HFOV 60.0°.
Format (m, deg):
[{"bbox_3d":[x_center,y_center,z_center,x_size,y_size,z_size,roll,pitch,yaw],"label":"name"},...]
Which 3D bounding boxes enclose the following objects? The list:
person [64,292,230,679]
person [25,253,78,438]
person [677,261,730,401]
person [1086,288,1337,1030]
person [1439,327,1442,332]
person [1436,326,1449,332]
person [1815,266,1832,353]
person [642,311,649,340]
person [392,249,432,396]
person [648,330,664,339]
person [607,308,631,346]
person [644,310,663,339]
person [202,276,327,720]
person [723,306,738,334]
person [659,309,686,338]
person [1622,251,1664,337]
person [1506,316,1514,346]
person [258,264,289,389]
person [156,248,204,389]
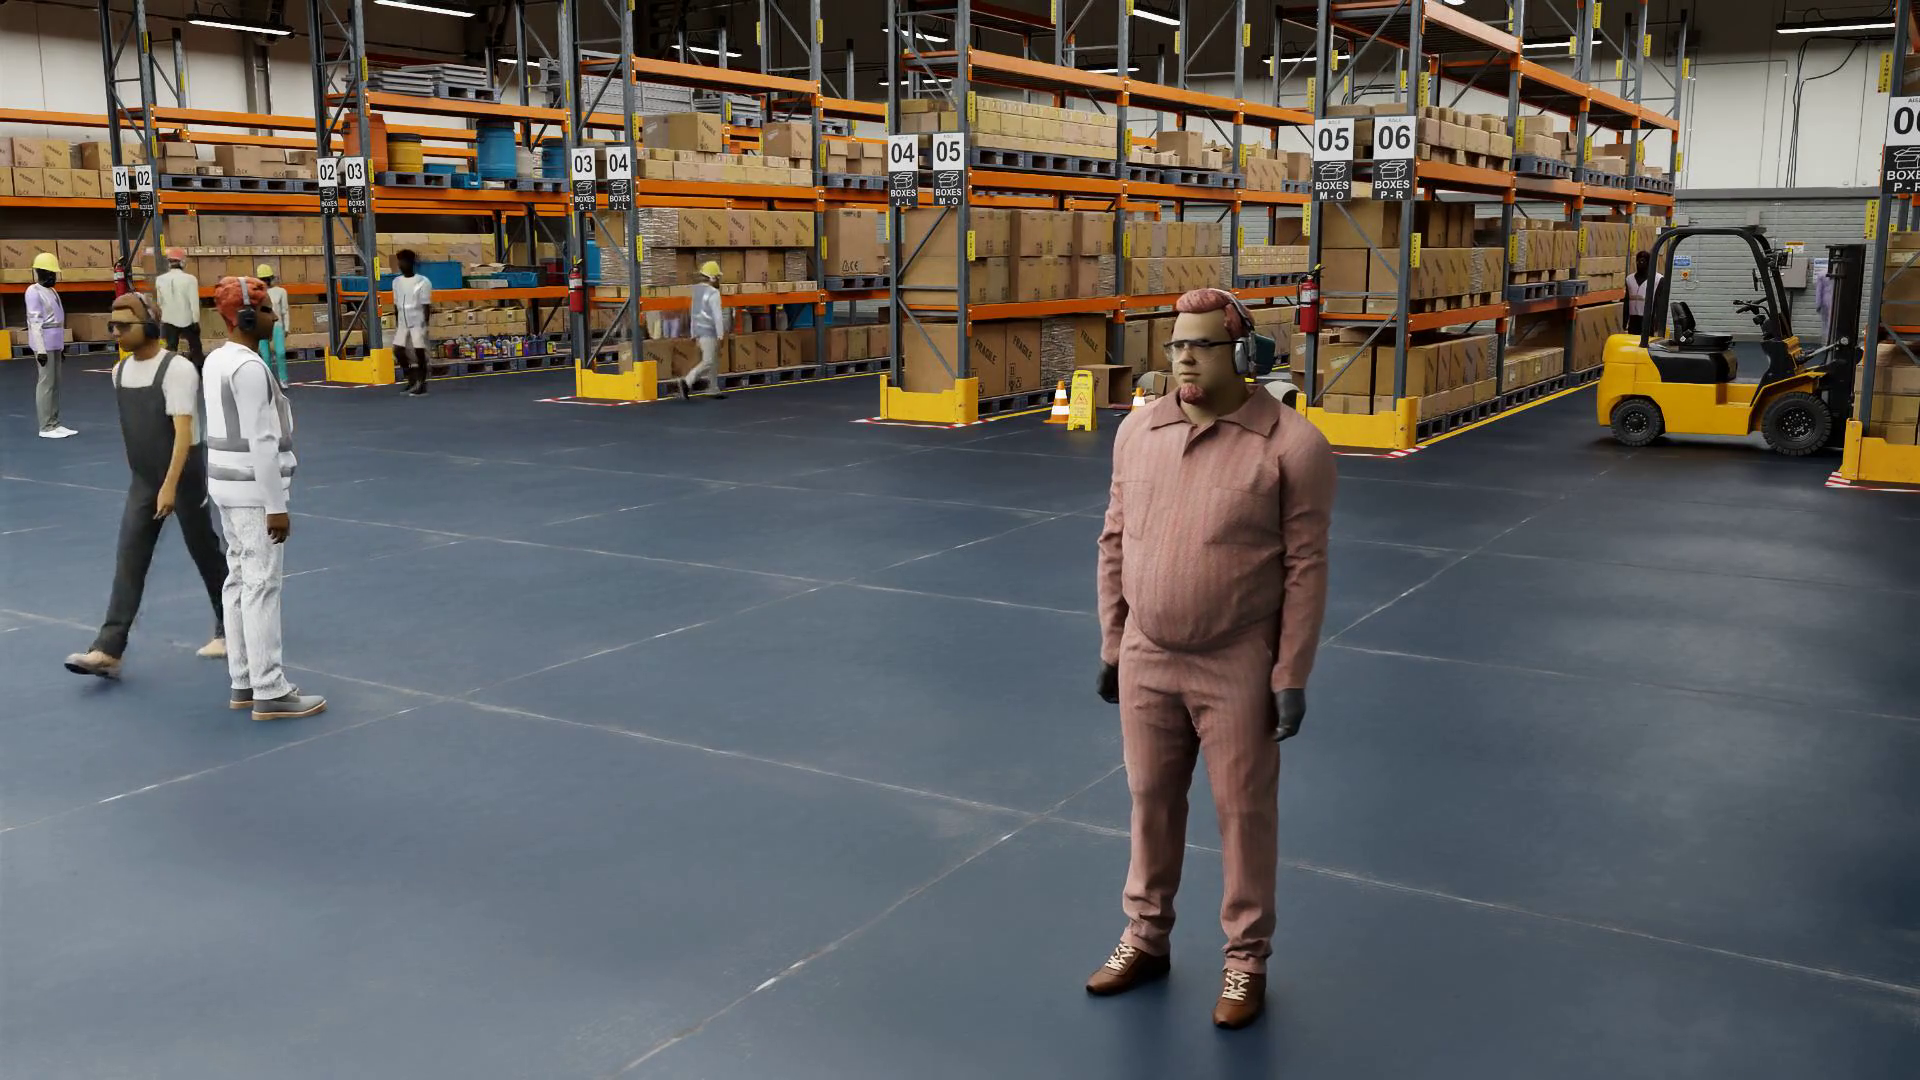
[{"bbox_3d":[-3.790,-0.256,7.809,0.520,1.790,0.957,3,11,17],"label":"person"},{"bbox_3d":[-9.486,-2.023,17.355,0.380,1.918,0.593,-2,10,-11],"label":"person"},{"bbox_3d":[-3.288,-2.641,21.176,0.746,1.807,0.602,-7,12,-34],"label":"person"},{"bbox_3d":[0.627,0.307,4.349,0.640,1.909,0.409,7,12,33],"label":"person"},{"bbox_3d":[9.339,-4.703,32.530,0.632,1.888,0.848,2,10,11],"label":"person"},{"bbox_3d":[9.369,-4.569,32.409,0.558,1.623,0.405,6,12,30],"label":"person"},{"bbox_3d":[15.978,-4.335,30.387,0.649,1.886,0.754,6,12,31],"label":"person"},{"bbox_3d":[-6.534,-4.989,34.008,0.555,1.912,0.738,5,11,28],"label":"person"},{"bbox_3d":[-7.257,-2.862,21.991,0.607,1.950,0.437,3,11,16],"label":"person"},{"bbox_3d":[-6.272,-5.011,34.234,0.518,1.873,0.328,6,12,31],"label":"person"},{"bbox_3d":[-6.394,-4.358,31.258,0.517,1.622,0.415,7,12,34],"label":"person"},{"bbox_3d":[-4.761,-3.369,25.837,0.535,1.581,0.860,5,11,26],"label":"person"},{"bbox_3d":[-3.012,-0.175,7.113,0.354,1.883,0.573,-8,13,-39],"label":"person"},{"bbox_3d":[-3.672,-3.437,25.271,0.630,1.930,0.373,0,10,-1],"label":"person"},{"bbox_3d":[-4.348,-3.338,25.181,0.548,1.745,0.412,7,12,35],"label":"person"},{"bbox_3d":[9.847,-3.205,23.989,0.380,1.917,0.591,-8,13,-36],"label":"person"},{"bbox_3d":[10.733,-4.498,32.018,0.515,1.636,0.315,1,10,7],"label":"person"},{"bbox_3d":[-9.510,-2.919,22.921,0.521,1.729,0.777,-4,11,-24],"label":"person"},{"bbox_3d":[-10.628,-3.007,22.783,0.647,1.944,0.996,1,10,3],"label":"person"}]
